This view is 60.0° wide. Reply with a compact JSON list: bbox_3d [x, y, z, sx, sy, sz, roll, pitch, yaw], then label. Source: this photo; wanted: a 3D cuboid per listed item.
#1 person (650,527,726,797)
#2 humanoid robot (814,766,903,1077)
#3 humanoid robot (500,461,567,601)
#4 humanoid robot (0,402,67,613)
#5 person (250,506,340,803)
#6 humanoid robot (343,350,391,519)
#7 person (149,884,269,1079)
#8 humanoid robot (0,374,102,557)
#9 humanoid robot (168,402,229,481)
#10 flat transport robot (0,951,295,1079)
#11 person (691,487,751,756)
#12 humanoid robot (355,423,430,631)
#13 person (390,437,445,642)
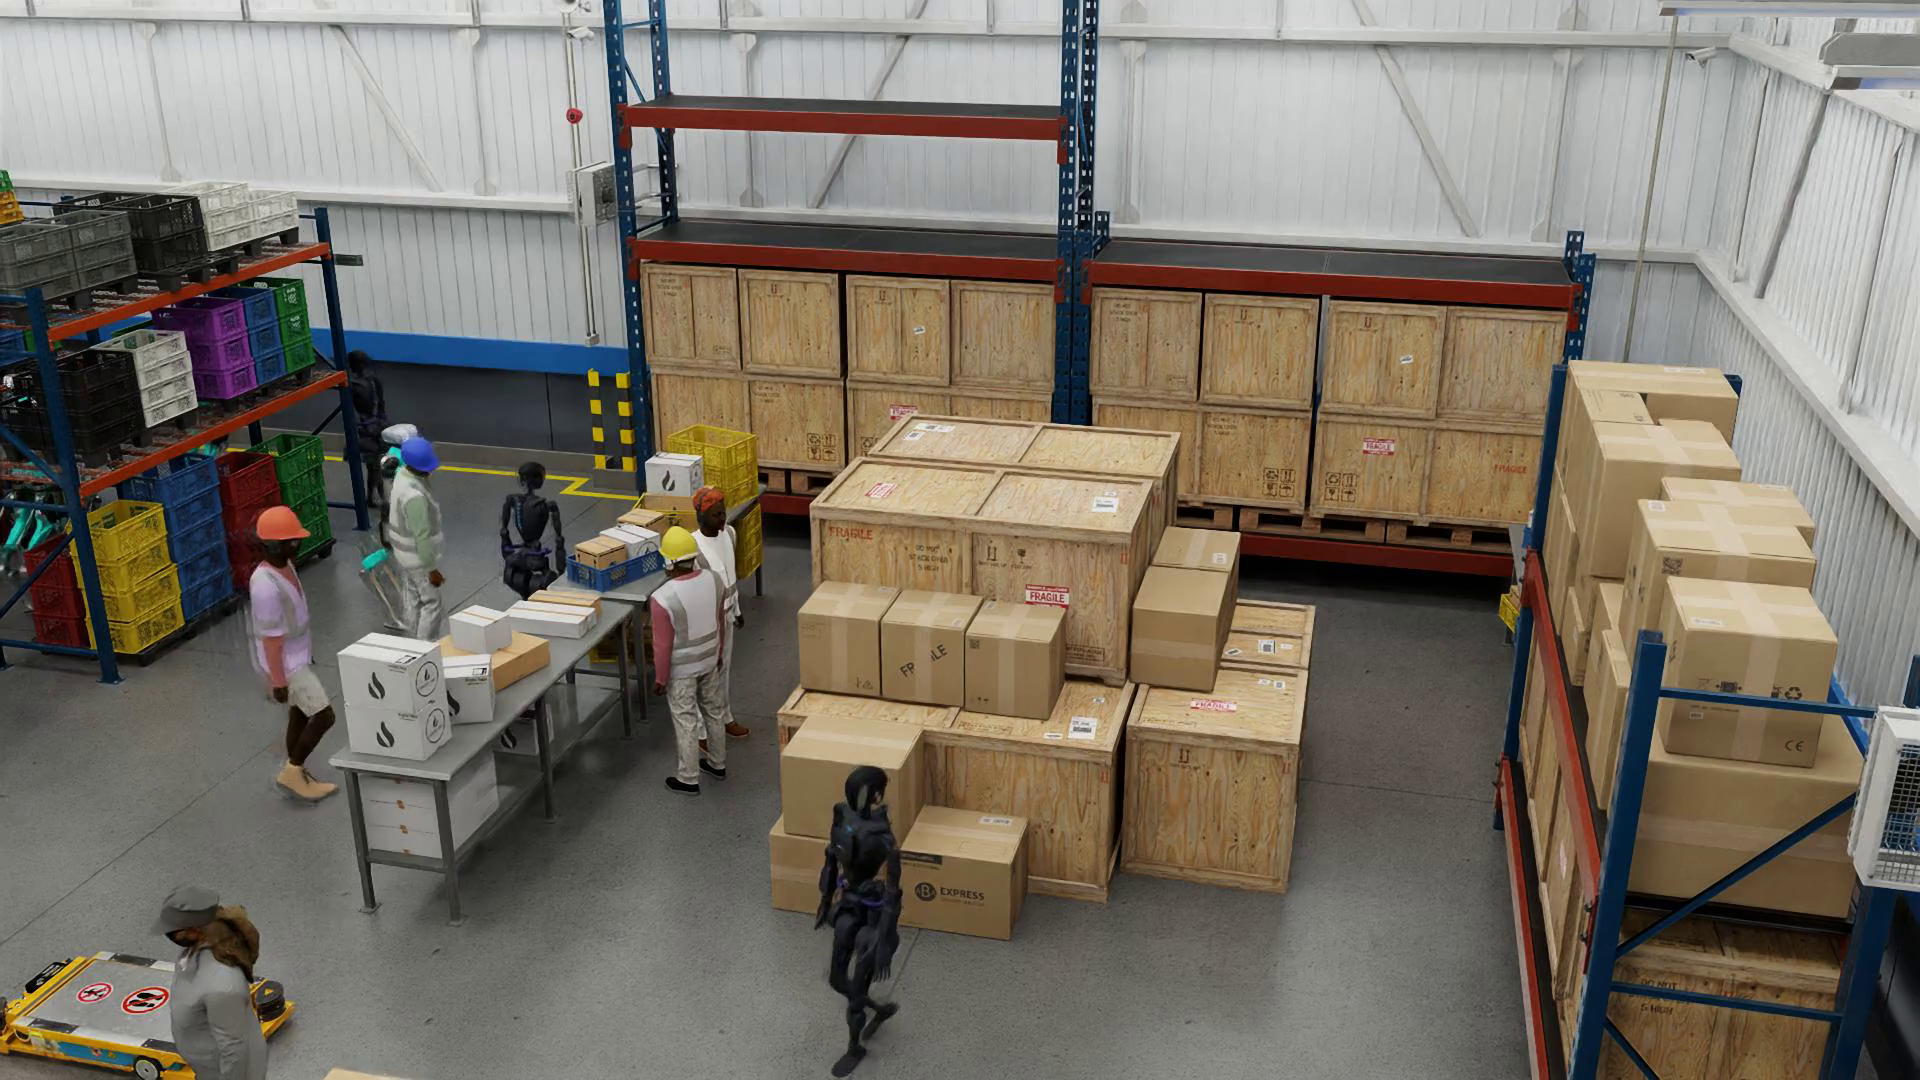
[{"bbox_3d":[-1.769,0.786,10.796,0.404,1.834,0.590,17,26,37],"label":"person"},{"bbox_3d":[-0.477,1.861,8.236,0.497,1.644,0.601,-17,27,-37],"label":"humanoid robot"},{"bbox_3d":[-3.210,0.196,12.593,0.611,1.622,0.703,9,23,21],"label":"humanoid robot"},{"bbox_3d":[-7.580,-0.217,13.428,0.530,1.701,0.740,3,21,7],"label":"humanoid robot"},{"bbox_3d":[-4.230,0.758,10.602,0.449,2.026,0.650,-5,21,-12],"label":"person"},{"bbox_3d":[-5.643,-0.995,15.718,0.707,1.630,0.584,7,22,17],"label":"humanoid robot"},{"bbox_3d":[-3.129,2.228,7.123,0.403,1.762,0.563,-12,24,-29],"label":"person"},{"bbox_3d":[-7.907,-0.697,14.624,0.533,1.677,0.735,13,25,31],"label":"humanoid robot"},{"bbox_3d":[-7.190,-0.891,15.422,0.538,1.838,0.844,8,22,19],"label":"humanoid robot"},{"bbox_3d":[-4.270,2.464,8.601,1.431,0.231,0.659,5,22,13],"label":"flat transport robot"},{"bbox_3d":[-1.682,0.546,11.357,0.356,1.883,0.572,11,23,26],"label":"person"},{"bbox_3d":[-4.534,-0.121,13.168,0.741,1.689,0.530,7,22,18],"label":"humanoid robot"},{"bbox_3d":[-4.106,0.083,12.572,0.378,1.897,0.828,-11,24,-27],"label":"person"}]
